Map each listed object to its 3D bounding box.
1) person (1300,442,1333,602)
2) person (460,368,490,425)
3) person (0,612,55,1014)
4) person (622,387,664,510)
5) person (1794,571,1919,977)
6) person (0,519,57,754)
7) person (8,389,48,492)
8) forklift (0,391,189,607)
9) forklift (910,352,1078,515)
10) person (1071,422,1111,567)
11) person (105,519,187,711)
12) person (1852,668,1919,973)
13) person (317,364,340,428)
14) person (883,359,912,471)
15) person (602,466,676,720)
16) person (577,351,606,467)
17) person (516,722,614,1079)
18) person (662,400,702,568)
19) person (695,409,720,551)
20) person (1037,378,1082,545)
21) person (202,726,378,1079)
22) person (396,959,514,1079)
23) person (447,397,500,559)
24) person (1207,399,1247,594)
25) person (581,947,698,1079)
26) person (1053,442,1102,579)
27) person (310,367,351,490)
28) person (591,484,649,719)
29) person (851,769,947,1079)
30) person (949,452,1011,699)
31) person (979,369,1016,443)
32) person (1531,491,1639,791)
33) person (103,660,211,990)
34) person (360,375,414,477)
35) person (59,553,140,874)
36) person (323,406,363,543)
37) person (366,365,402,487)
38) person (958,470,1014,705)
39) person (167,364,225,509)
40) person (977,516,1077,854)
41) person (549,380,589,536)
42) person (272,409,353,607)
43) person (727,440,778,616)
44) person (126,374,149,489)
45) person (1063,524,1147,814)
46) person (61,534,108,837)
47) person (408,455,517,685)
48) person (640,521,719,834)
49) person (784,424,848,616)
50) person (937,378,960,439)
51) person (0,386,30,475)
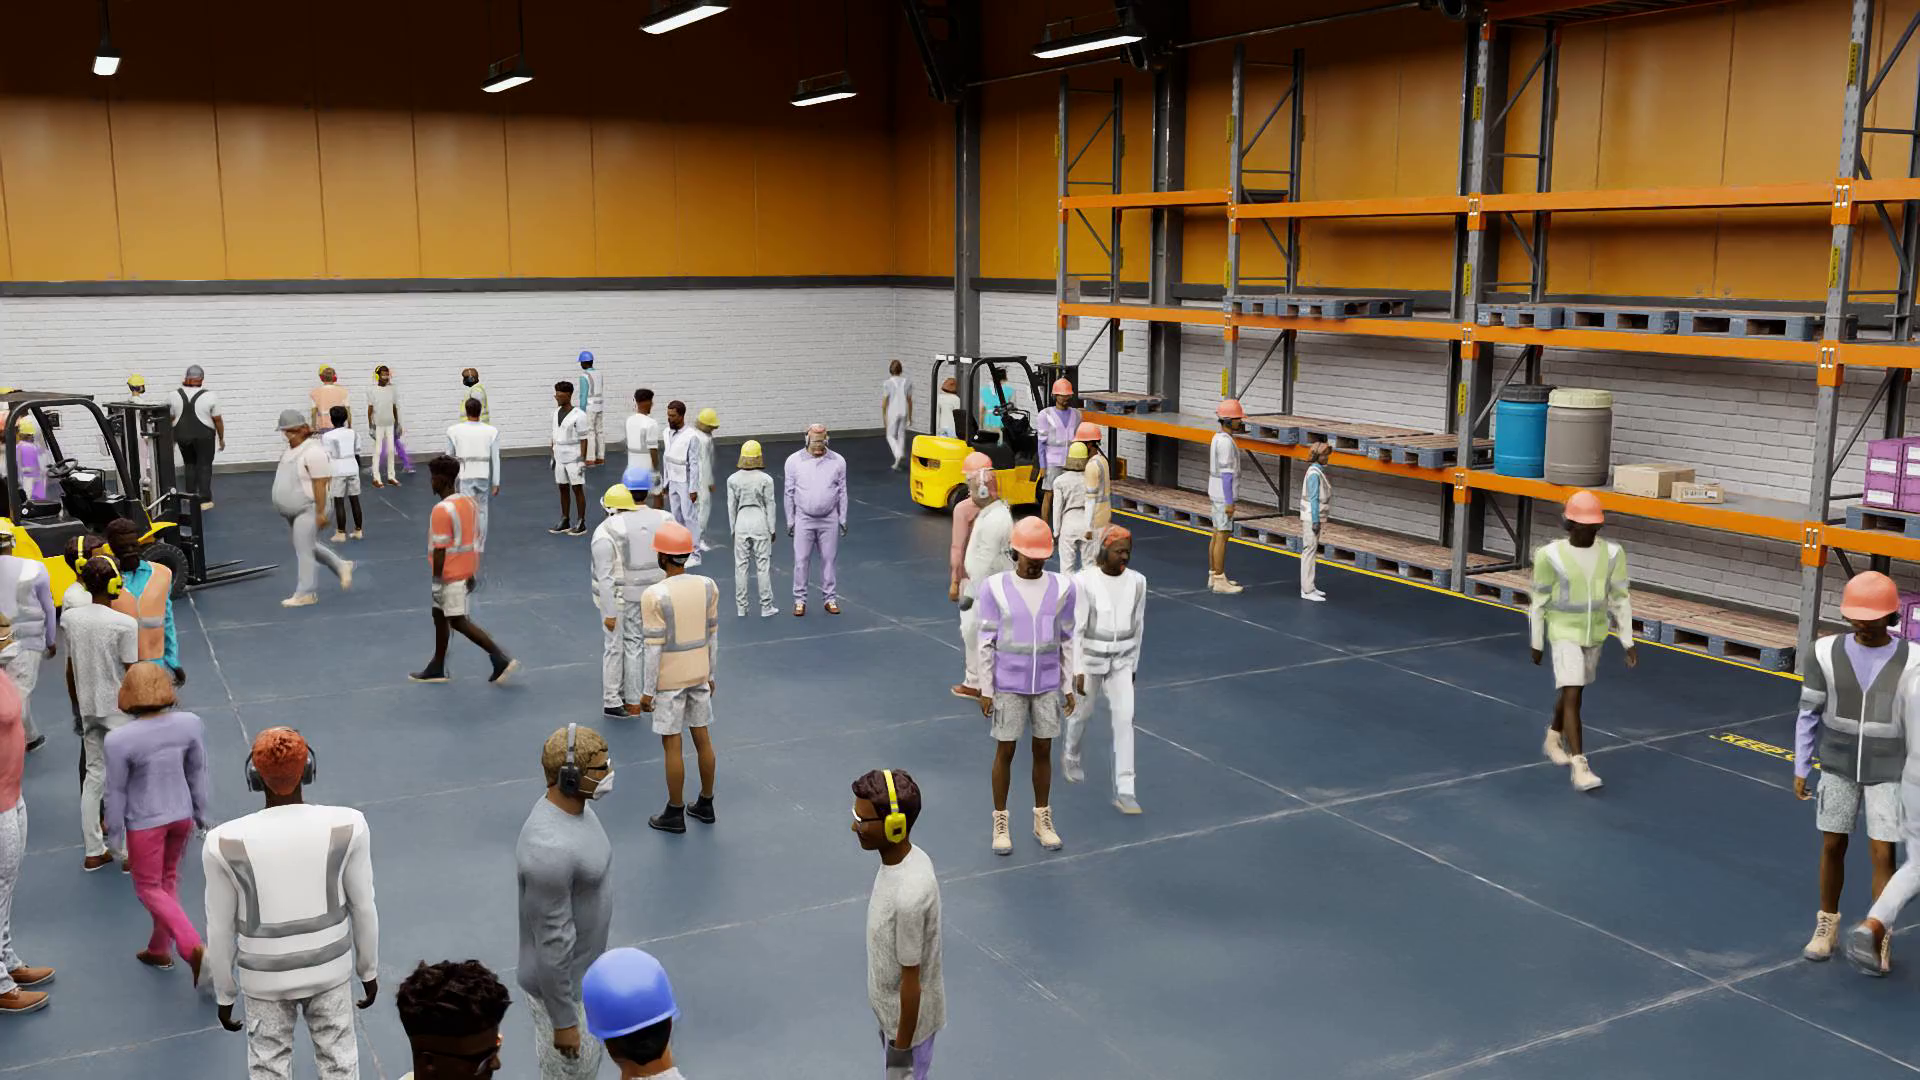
[{"bbox_3d":[3.662,-0.197,17.161,0.314,1.637,0.514,3,10,15],"label":"person"},{"bbox_3d":[-7.359,-1.697,25.246,0.429,1.832,0.638,-3,10,-18],"label":"person"},{"bbox_3d":[-4.575,1.265,7.874,0.354,1.938,0.636,-4,11,-21],"label":"person"},{"bbox_3d":[-3.911,-0.912,20.428,0.624,1.934,0.875,8,13,38],"label":"person"},{"bbox_3d":[4.491,1.149,8.300,0.618,2.028,0.410,8,12,37],"label":"person"},{"bbox_3d":[-6.595,0.723,11.523,0.576,1.778,0.965,-1,10,-8],"label":"person"},{"bbox_3d":[-11.107,-0.822,19.831,0.401,1.957,0.608,-3,10,-16],"label":"person"},{"bbox_3d":[-9.026,-0.363,16.508,1.214,2.155,2.313,6,11,29],"label":"forklift"},{"bbox_3d":[0.460,-1.461,22.833,2.313,2.155,1.214,-5,11,-28],"label":"forklift"},{"bbox_3d":[1.280,-0.195,16.325,0.399,1.928,0.542,2,10,13],"label":"person"},{"bbox_3d":[-5.265,0.810,10.612,0.412,1.923,0.626,8,12,37],"label":"person"},{"bbox_3d":[4.704,1.251,7.984,0.645,1.925,0.625,-4,11,-23],"label":"person"},{"bbox_3d":[-10.226,-1.964,26.969,0.330,1.765,0.533,3,10,19],"label":"person"},{"bbox_3d":[-0.995,-2.019,27.092,0.518,1.828,0.550,-4,11,-21],"label":"person"},{"bbox_3d":[-2.456,0.405,12.796,0.606,1.947,0.406,-5,11,-29],"label":"person"},{"bbox_3d":[-6.163,-2.185,27.746,0.416,1.939,0.604,3,10,19],"label":"person"},{"bbox_3d":[-1.403,1.597,5.992,0.357,1.932,0.630,-1,10,-4],"label":"person"},{"bbox_3d":[-3.155,-0.641,18.945,0.391,1.912,0.590,-9,13,-42],"label":"person"},{"bbox_3d":[-3.082,-0.749,20.156,0.335,1.702,0.625,-3,10,-15],"label":"person"},{"bbox_3d":[1.236,-0.954,20.347,0.605,2.045,0.385,-5,11,-26],"label":"person"},{"bbox_3d":[-2.429,1.607,6.101,0.579,1.876,0.352,-5,11,-25],"label":"person"},{"bbox_3d":[-1.215,1.932,3.964,0.369,1.958,0.613,-4,10,-20],"label":"person"},{"bbox_3d":[-5.714,-0.735,19.578,0.608,1.885,0.948,-4,11,-22],"label":"person"},{"bbox_3d":[2.808,-0.461,17.504,0.379,2.045,0.605,0,10,0],"label":"person"},{"bbox_3d":[-0.712,1.953,3.978,0.630,1.916,0.672,-2,10,-12],"label":"person"},{"bbox_3d":[1.143,-0.090,16.234,0.492,1.742,0.321,-1,10,-3],"label":"person"},{"bbox_3d":[-9.463,-1.673,25.053,0.567,1.844,0.377,-3,10,-18],"label":"person"},{"bbox_3d":[-2.620,0.470,12.805,0.403,1.819,0.601,1,10,4],"label":"person"},{"bbox_3d":[-0.212,1.682,5.707,0.326,1.862,0.508,-1,10,-7],"label":"person"},{"bbox_3d":[0.141,0.283,13.445,0.630,1.978,0.418,-10,14,-44],"label":"person"},{"bbox_3d":[0.593,-1.724,25.484,0.648,1.809,0.460,3,10,15],"label":"person"},{"bbox_3d":[4.206,0.652,11.268,0.634,1.992,1.041,-1,10,-6],"label":"person"},{"bbox_3d":[-3.886,1.385,8.128,0.704,1.608,0.504,6,11,30],"label":"person"},{"bbox_3d":[-9.203,-1.875,26.633,0.929,1.699,0.589,-7,12,-34],"label":"person"},{"bbox_3d":[-4.919,1.004,9.612,0.511,1.862,0.325,2,10,12],"label":"person"},{"bbox_3d":[-7.626,-0.813,20.552,0.319,1.690,0.536,6,11,30],"label":"person"},{"bbox_3d":[-8.790,-1.735,25.386,0.332,1.860,0.511,8,13,39],"label":"person"},{"bbox_3d":[0.213,0.387,13.103,0.527,1.881,0.637,-1,10,-4],"label":"person"},{"bbox_3d":[-10.614,-1.455,23.242,0.698,2.000,0.676,-1,10,-5],"label":"person"},{"bbox_3d":[0.412,0.860,9.926,0.606,2.038,0.382,-2,10,-13],"label":"person"},{"bbox_3d":[-4.963,-1.040,21.059,0.600,1.967,0.368,7,12,33],"label":"person"},{"bbox_3d":[-6.632,-0.378,17.036,0.697,2.000,0.809,9,13,42],"label":"person"},{"bbox_3d":[-2.036,-0.112,16.367,0.486,1.744,0.294,2,10,10],"label":"person"},{"bbox_3d":[-12.163,-1.570,24.686,0.525,1.770,0.306,9,14,43],"label":"person"},{"bbox_3d":[0.936,0.792,10.915,0.582,1.842,1.003,-3,10,-17],"label":"person"},{"bbox_3d":[-5.318,0.888,10.237,0.327,1.874,0.520,-5,11,-26],"label":"person"},{"bbox_3d":[-4.125,0.257,13.703,0.916,1.933,0.616,0,10,3],"label":"person"},{"bbox_3d":[-1.743,0.844,10.290,0.351,1.942,0.542,9,14,43],"label":"person"},{"bbox_3d":[-1.413,-0.199,16.412,0.639,1.903,0.407,-2,10,-14],"label":"person"},{"bbox_3d":[-0.156,-1.705,25.847,0.497,1.633,0.279,9,14,43],"label":"person"},{"bbox_3d":[-12.558,-1.135,22.088,0.827,1.809,0.591,3,10,17],"label":"person"}]
